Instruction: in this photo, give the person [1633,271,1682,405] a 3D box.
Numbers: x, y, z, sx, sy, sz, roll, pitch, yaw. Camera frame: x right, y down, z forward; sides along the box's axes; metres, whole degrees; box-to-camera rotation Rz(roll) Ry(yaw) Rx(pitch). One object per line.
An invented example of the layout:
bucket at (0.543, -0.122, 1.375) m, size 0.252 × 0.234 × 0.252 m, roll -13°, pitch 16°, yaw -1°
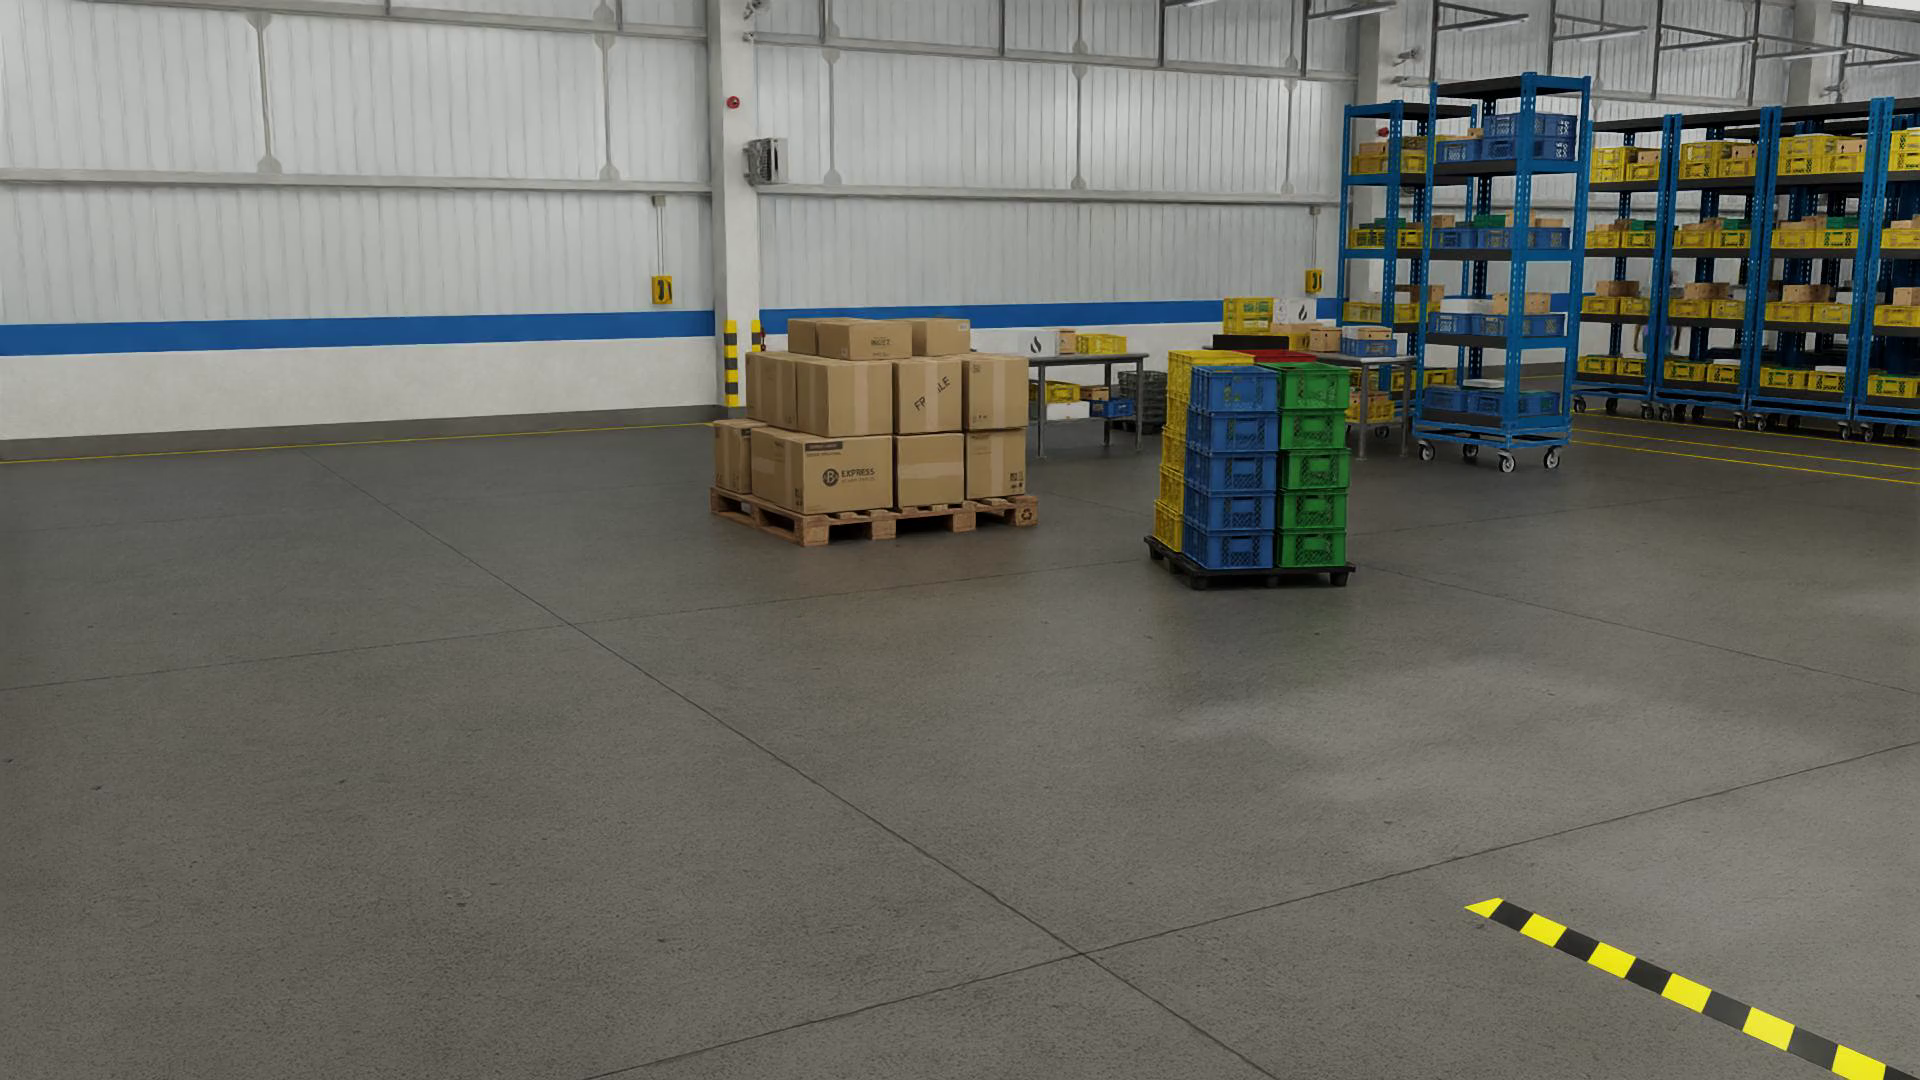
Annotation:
person at (9.211, -2.686, 21.946) m, size 0.575 × 1.803 × 0.923 m, roll 3°, pitch 11°, yaw 18°
